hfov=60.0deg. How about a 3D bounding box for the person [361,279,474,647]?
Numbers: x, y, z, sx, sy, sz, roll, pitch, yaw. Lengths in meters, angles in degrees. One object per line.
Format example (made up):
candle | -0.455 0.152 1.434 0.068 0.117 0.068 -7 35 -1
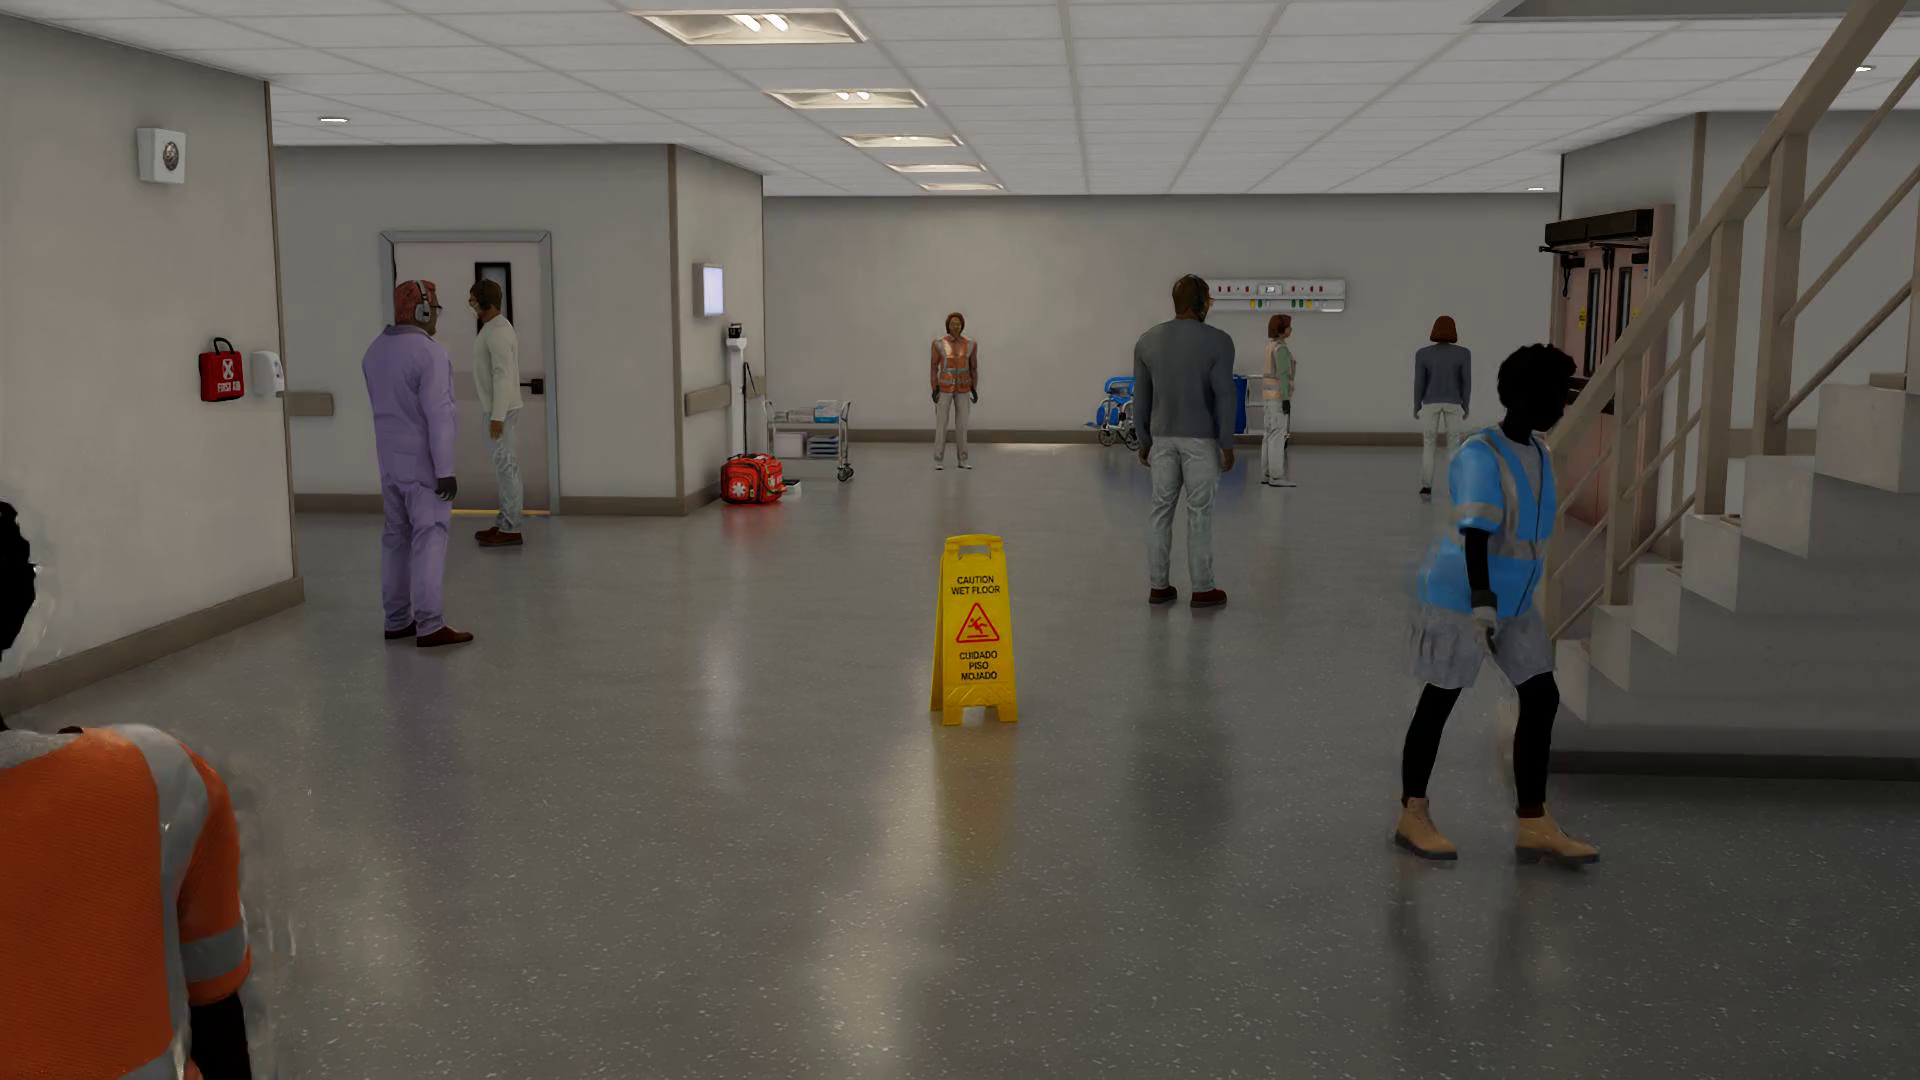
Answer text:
person | -2.814 -0.399 8.671 0.646 1.900 0.399 7 11 40

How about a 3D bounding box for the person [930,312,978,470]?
person | -0.062 -1.550 17.351 0.514 1.642 0.314 -2 9 -13

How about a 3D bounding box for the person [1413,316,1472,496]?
person | 4.353 -1.205 15.030 0.498 1.634 0.283 3 9 17

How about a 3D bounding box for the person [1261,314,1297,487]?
person | 3.028 -1.328 15.835 0.307 1.644 0.514 -1 8 -5

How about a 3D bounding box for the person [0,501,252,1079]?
person | -0.832 0.750 1.613 0.534 1.669 0.531 3 9 22

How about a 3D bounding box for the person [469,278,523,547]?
person | -3.361 -0.918 12.064 0.375 1.936 0.627 -3 9 -17

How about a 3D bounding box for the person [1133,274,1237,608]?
person | 1.313 -0.573 9.708 0.635 1.936 0.352 5 10 32

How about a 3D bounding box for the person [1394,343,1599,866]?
person | 1.718 0.221 5.232 0.629 1.659 0.705 -7 11 -39
